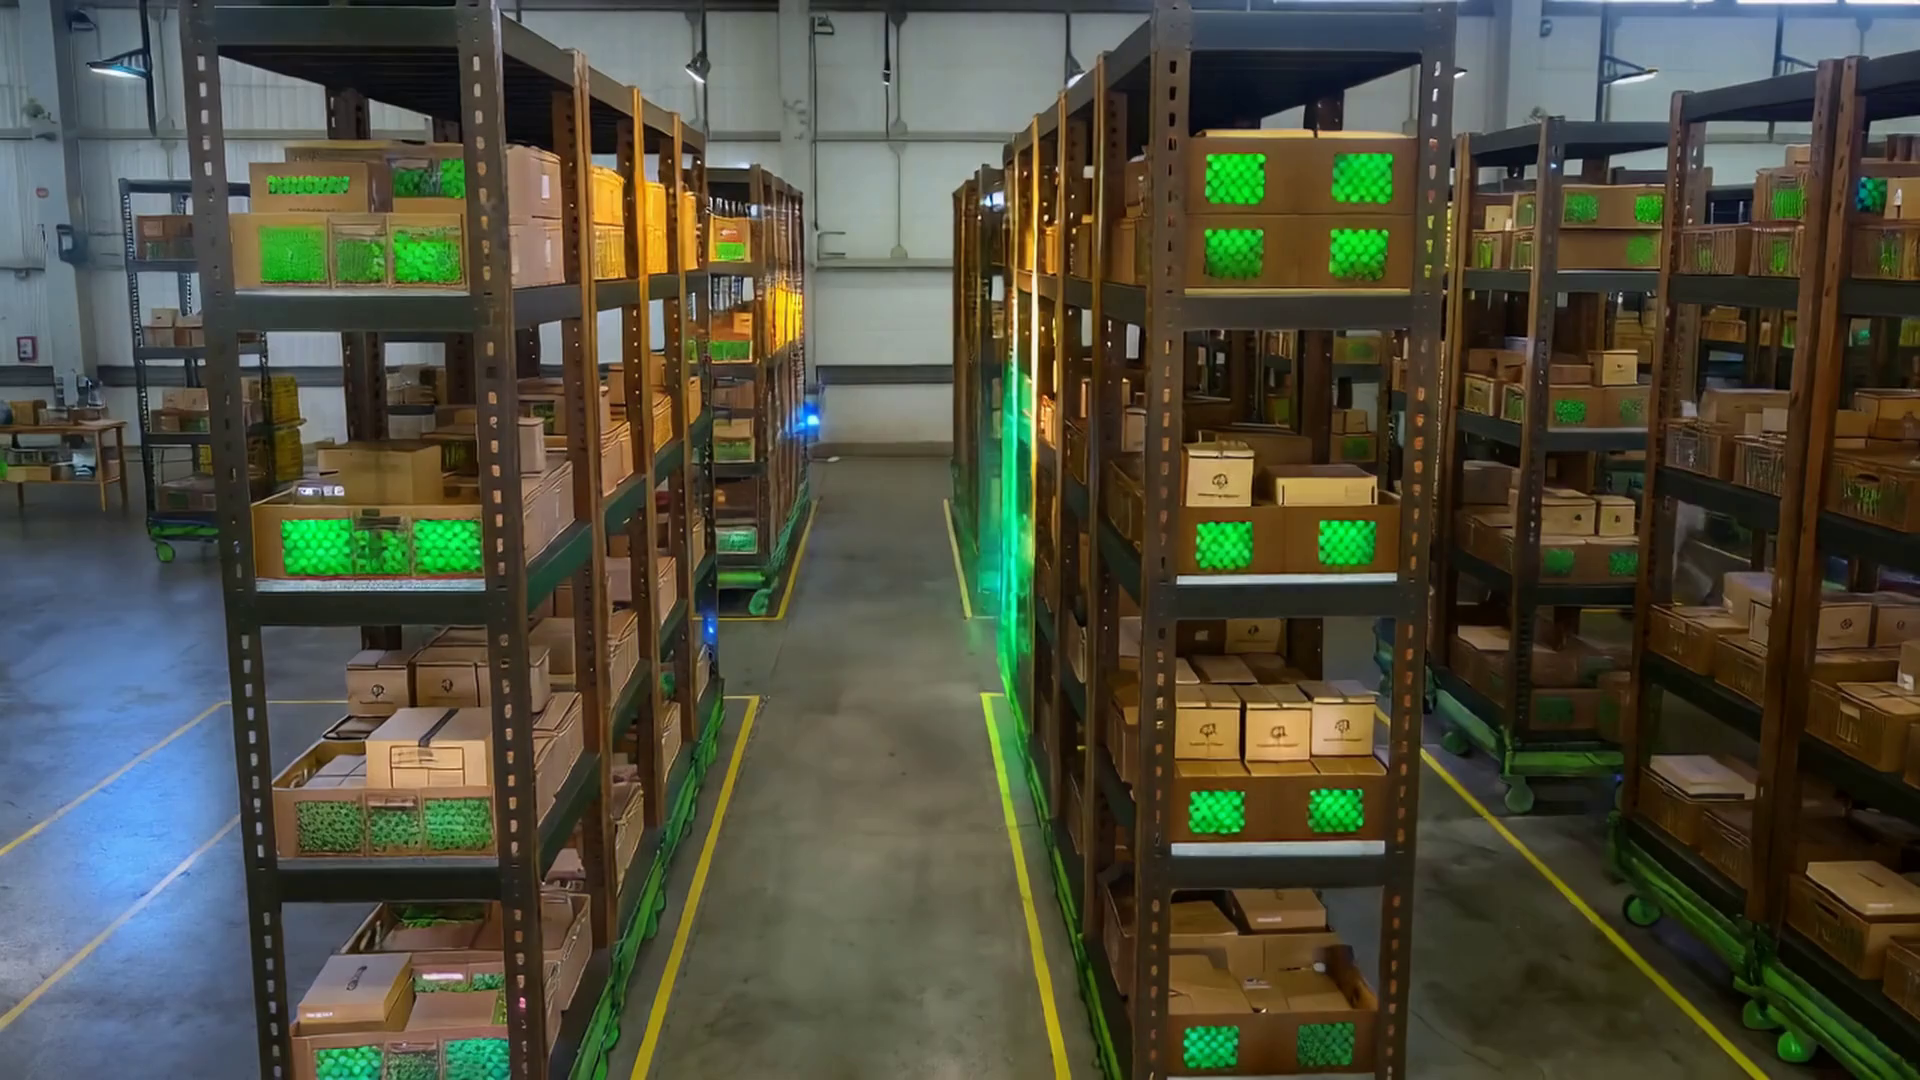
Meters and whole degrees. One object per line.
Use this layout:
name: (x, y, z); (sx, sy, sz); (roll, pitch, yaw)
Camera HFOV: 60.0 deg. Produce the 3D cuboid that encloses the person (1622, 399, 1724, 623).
person: (5.721, -0.231, 13.178); (0.822, 1.809, 0.595); (-1, 10, -3)
